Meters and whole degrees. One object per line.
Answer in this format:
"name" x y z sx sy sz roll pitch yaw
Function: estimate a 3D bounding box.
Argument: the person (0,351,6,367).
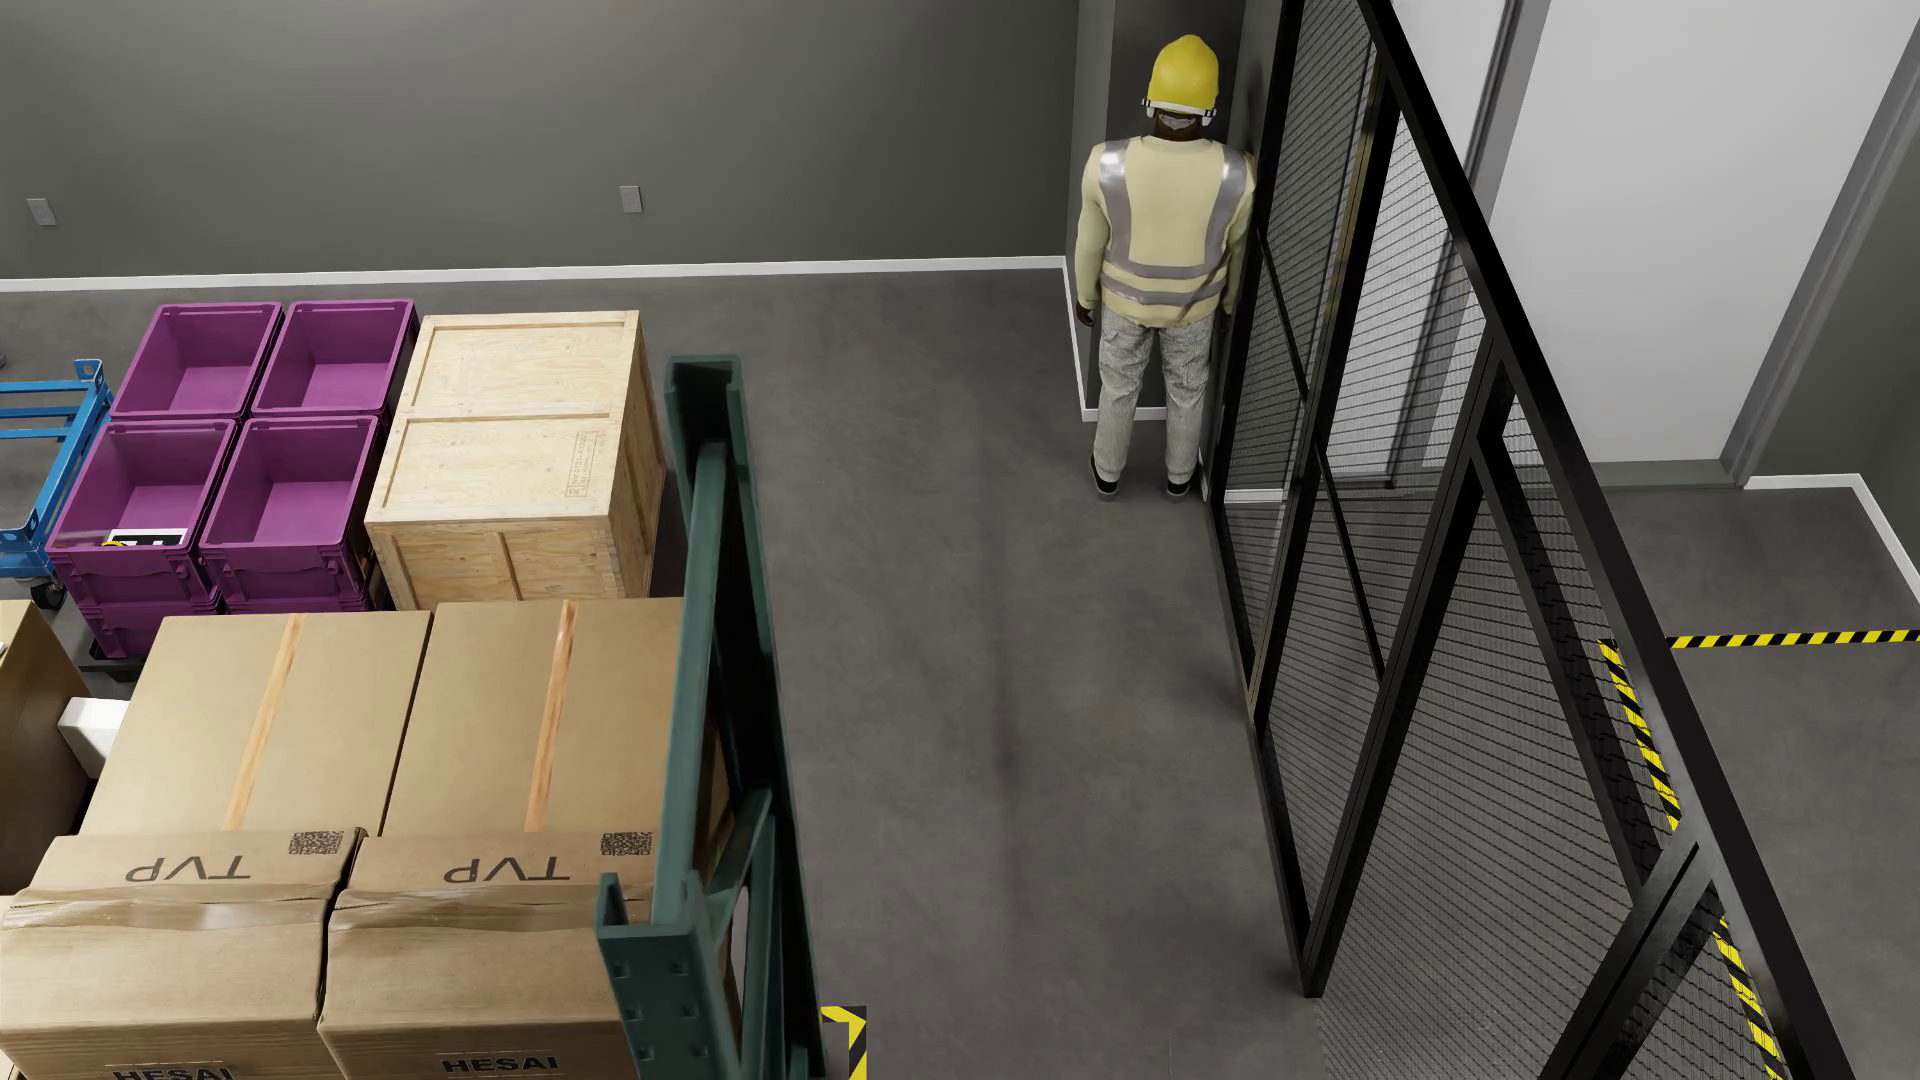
"person" -4.029 -1.267 5.965 0.358 1.938 0.636 -4 46 -4

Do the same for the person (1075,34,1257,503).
"person" 0.685 -0.858 5.647 0.600 1.832 0.404 3 46 3
